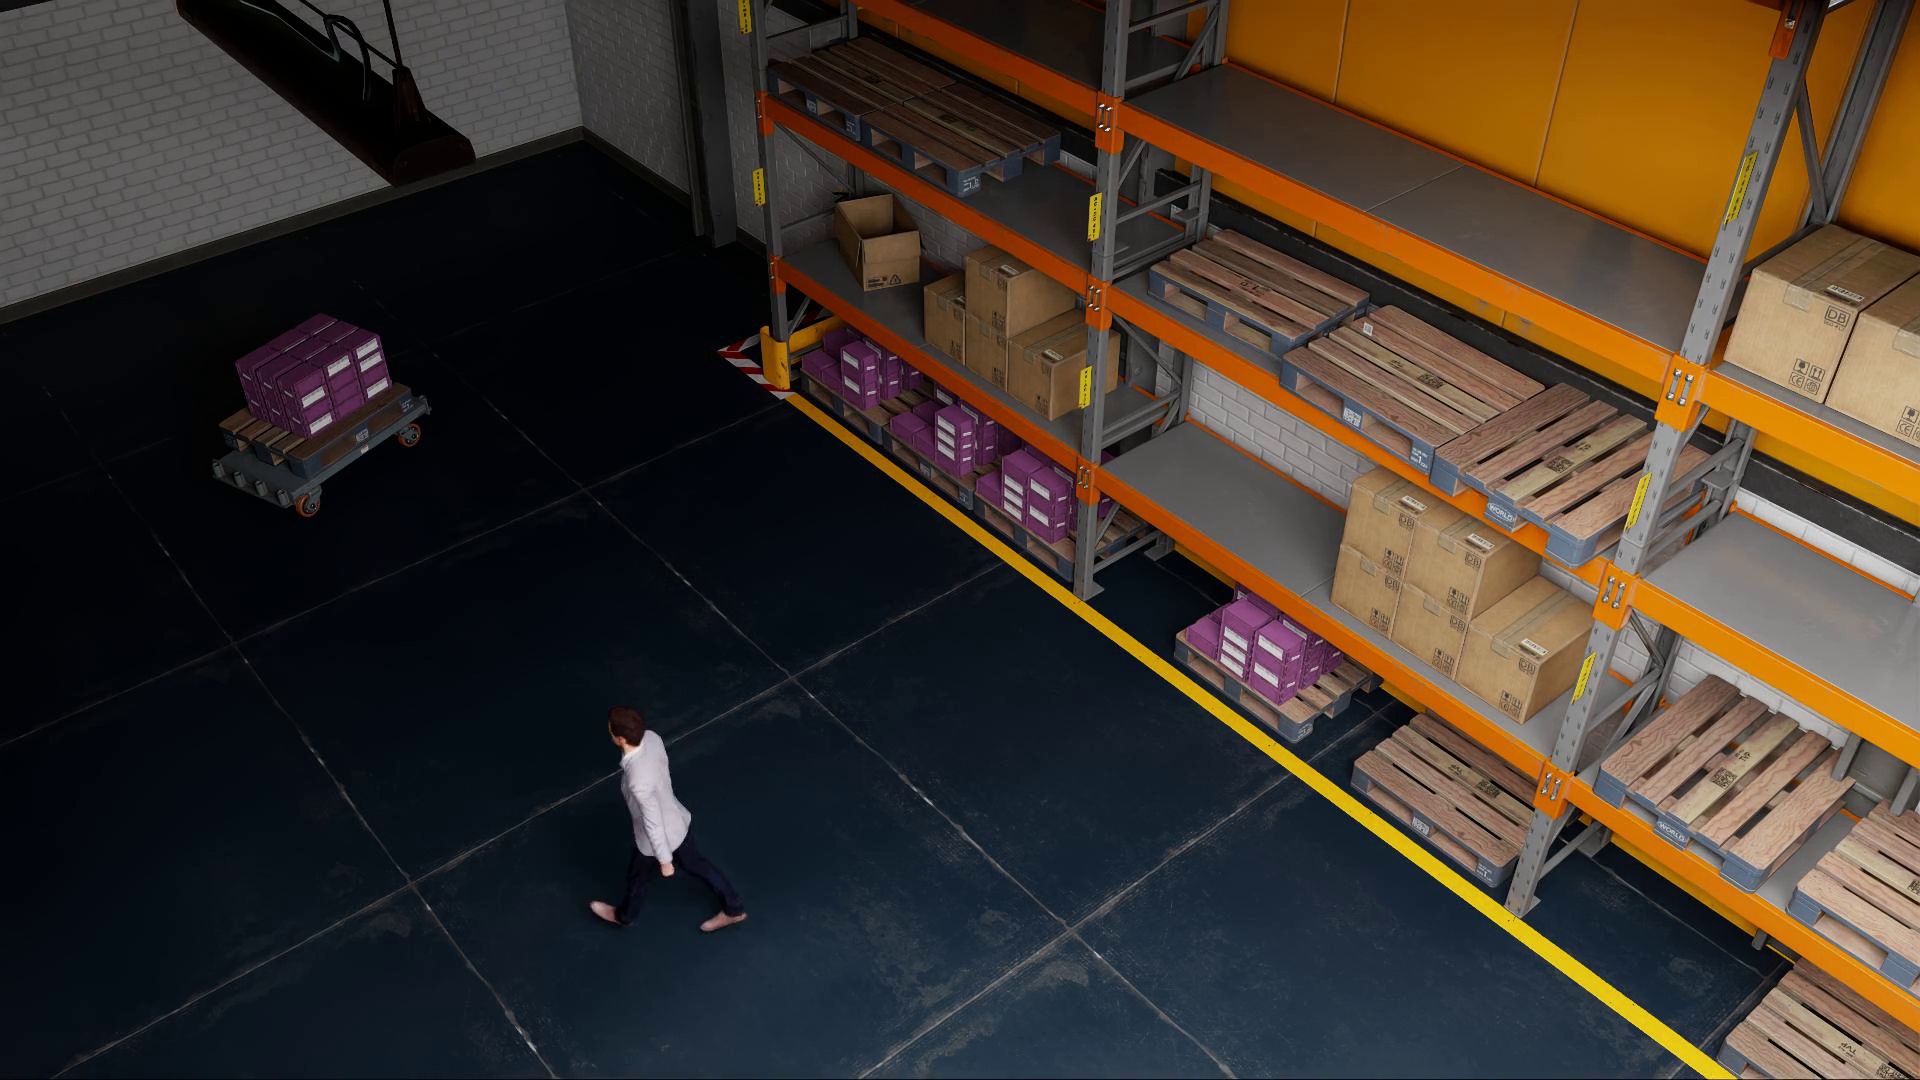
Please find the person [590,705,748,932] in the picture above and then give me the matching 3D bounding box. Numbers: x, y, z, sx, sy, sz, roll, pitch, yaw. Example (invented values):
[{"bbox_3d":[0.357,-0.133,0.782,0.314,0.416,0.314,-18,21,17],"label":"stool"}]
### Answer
[{"bbox_3d":[-1.681,1.743,9.867,1.298,1.777,1.258,0,39,0],"label":"person"}]
